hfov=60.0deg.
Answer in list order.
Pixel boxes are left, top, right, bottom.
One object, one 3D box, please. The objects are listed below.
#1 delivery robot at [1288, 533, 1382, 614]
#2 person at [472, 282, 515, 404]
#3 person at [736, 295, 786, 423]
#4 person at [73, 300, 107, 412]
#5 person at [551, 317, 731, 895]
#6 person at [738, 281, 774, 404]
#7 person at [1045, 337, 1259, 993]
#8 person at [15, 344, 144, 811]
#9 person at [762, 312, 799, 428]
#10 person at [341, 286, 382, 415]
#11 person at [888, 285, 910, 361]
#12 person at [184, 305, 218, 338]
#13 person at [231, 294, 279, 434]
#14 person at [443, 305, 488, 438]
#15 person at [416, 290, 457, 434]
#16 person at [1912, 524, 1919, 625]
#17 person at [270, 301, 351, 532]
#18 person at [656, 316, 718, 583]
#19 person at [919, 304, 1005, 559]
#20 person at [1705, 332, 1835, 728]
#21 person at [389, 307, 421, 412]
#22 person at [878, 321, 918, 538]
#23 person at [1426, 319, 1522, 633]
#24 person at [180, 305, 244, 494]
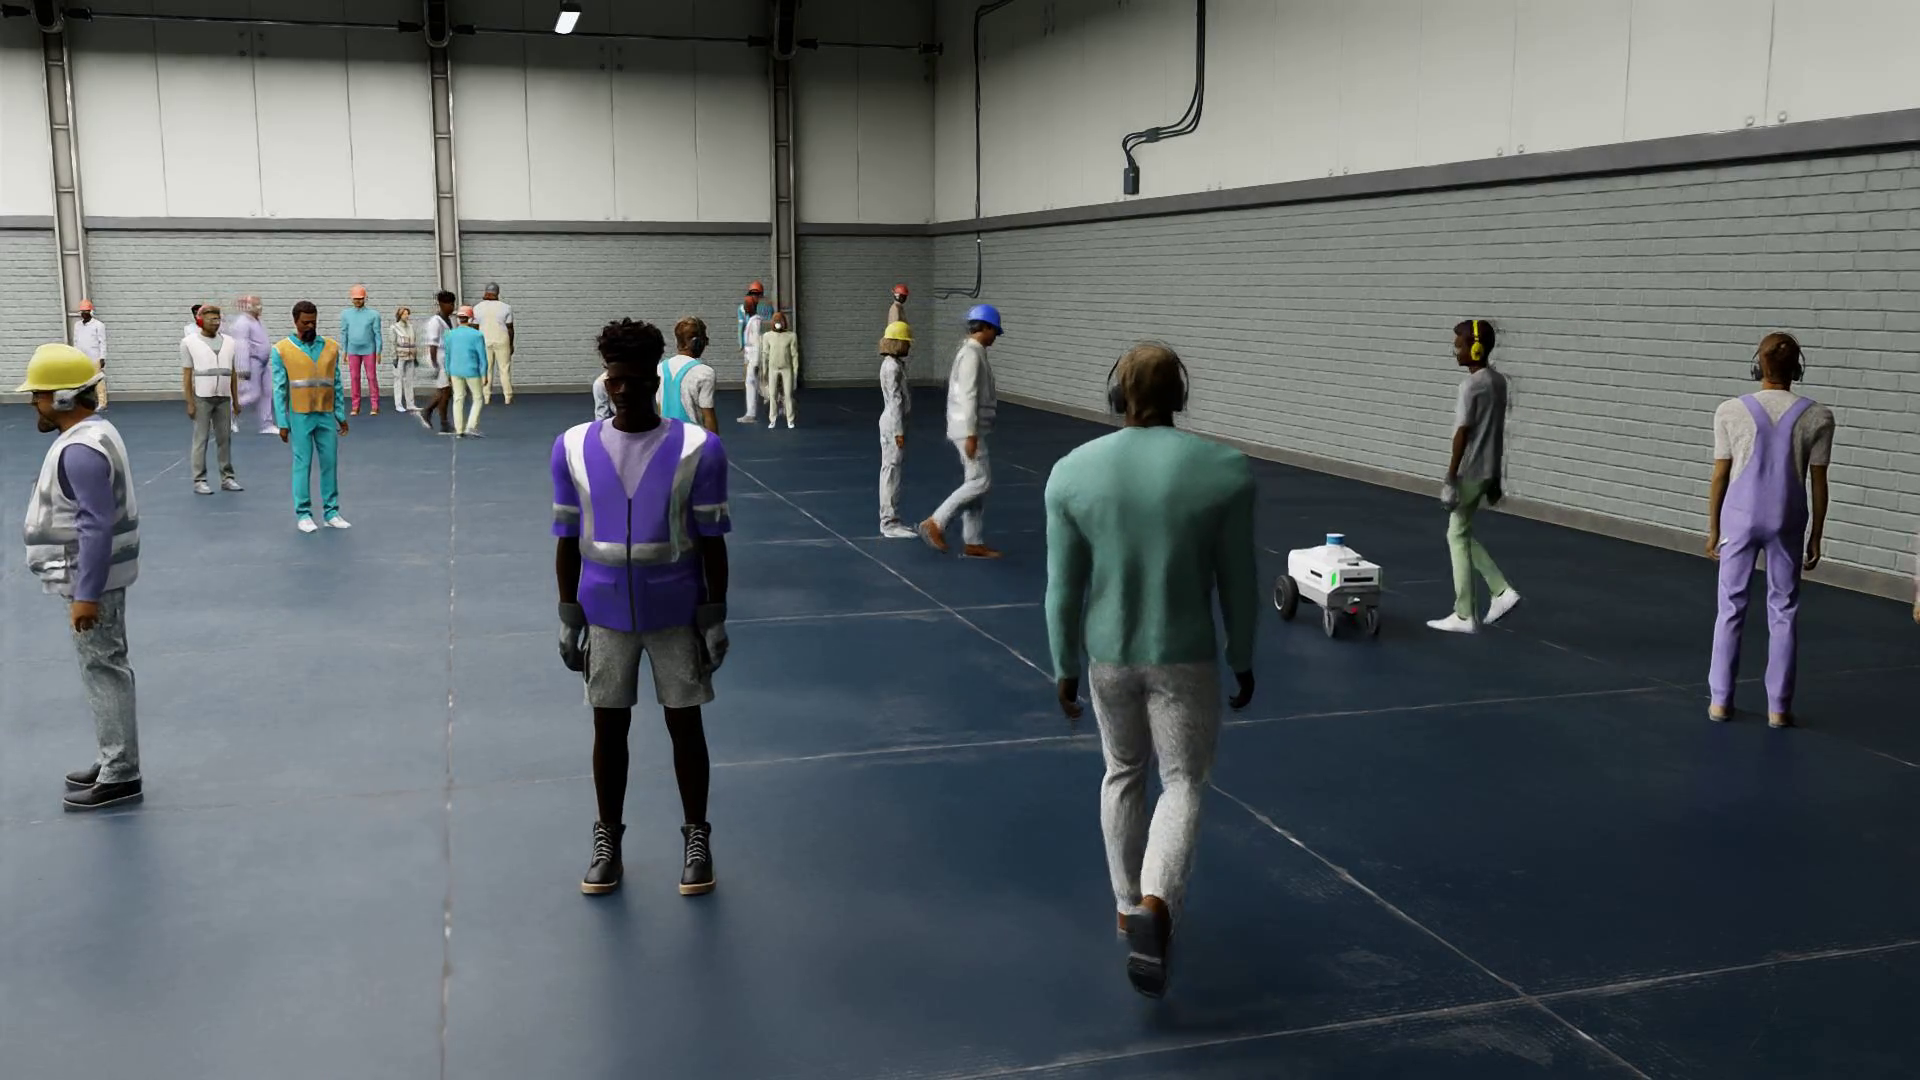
[{"bbox_3d":[2.233,0.205,9.925,0.477,0.478,0.707,-2,9,-11],"label":"delivery robot"},{"bbox_3d":[-7.796,-3.301,27.866,0.675,2.000,0.537,-1,9,-4],"label":"person"},{"bbox_3d":[-2.881,-2.613,24.056,0.676,1.861,0.613,-1,9,-5],"label":"person"},{"bbox_3d":[-13.665,-2.880,26.093,0.573,1.750,0.332,2,9,14],"label":"person"},{"bbox_3d":[-1.067,0.235,5.593,0.603,1.957,0.387,0,9,2],"label":"person"},{"bbox_3d":[-3.383,-3.276,27.701,0.610,2.042,0.396,0,9,0],"label":"person"},{"bbox_3d":[0.554,0.357,4.949,0.634,1.915,0.818,3,9,17],"label":"person"},{"bbox_3d":[-3.449,0.144,6.559,0.403,1.827,0.601,-4,10,-24],"label":"person"},{"bbox_3d":[-2.504,-2.363,23.204,0.504,1.626,0.285,0,9,-1],"label":"person"},{"bbox_3d":[-9.145,-2.886,25.416,0.606,1.986,0.402,-1,9,-3],"label":"person"},{"bbox_3d":[-1.059,-3.456,29.032,0.392,1.985,0.610,0,9,-2],"label":"person"},{"bbox_3d":[-11.853,-2.837,26.033,0.532,1.691,0.322,-1,9,-4],"label":"person"},{"bbox_3d":[-9.491,-2.342,22.262,0.680,1.886,0.644,0,9,-1],"label":"person"},{"bbox_3d":[-6.474,-2.200,21.809,0.584,1.738,0.457,1,9,5],"label":"person"},{"bbox_3d":[-6.988,-2.374,22.273,0.616,1.938,0.644,1,9,3],"label":"person"},{"bbox_3d":[4.050,0.201,6.487,0.592,1.738,0.462,1,9,6],"label":"person"},{"bbox_3d":[-5.376,-1.020,13.758,0.413,1.906,0.604,7,11,39],"label":"person"},{"bbox_3d":[-1.816,-0.579,11.171,0.516,1.835,0.357,5,10,31],"label":"person"},{"bbox_3d":[0.046,-0.794,12.353,0.567,1.897,0.646,0,9,3],"label":"person"},{"bbox_3d":[3.748,-0.042,7.742,0.501,1.839,0.341,4,10,23],"label":"person"},{"bbox_3d":[-8.757,-2.843,26.210,0.308,1.645,0.514,5,10,27],"label":"person"},{"bbox_3d":[-0.507,-0.893,13.457,0.300,1.742,0.486,-1,9,-8],"label":"person"},{"bbox_3d":[2.998,-0.361,9.721,0.434,1.845,0.533,7,11,39],"label":"person"},{"bbox_3d":[-7.285,-1.361,16.157,0.397,1.835,0.562,6,11,32],"label":"person"}]
